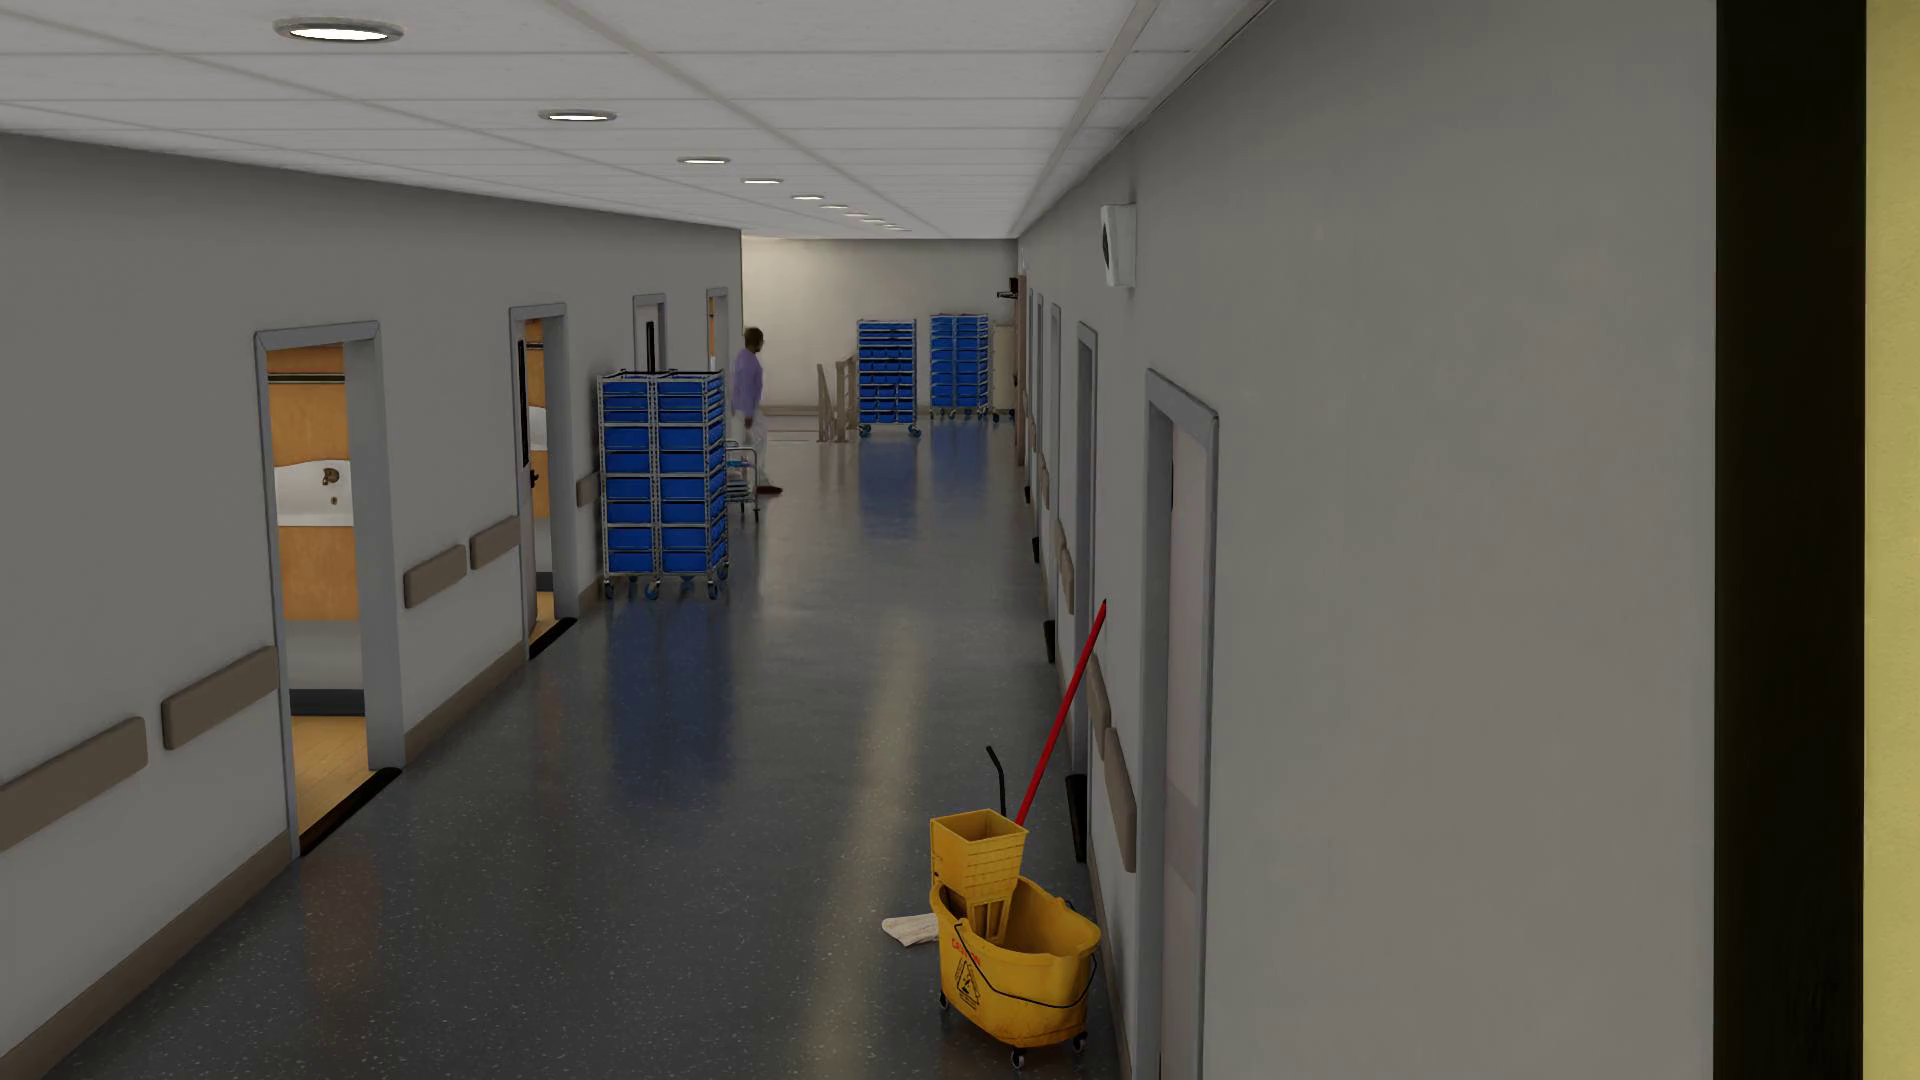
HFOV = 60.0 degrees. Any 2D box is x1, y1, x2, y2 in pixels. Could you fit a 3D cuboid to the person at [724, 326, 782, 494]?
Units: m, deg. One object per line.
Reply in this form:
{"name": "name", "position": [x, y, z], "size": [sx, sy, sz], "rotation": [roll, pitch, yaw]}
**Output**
{"name": "person", "position": [-2.451, -1.466, 18.839], "size": [0.747, 1.911, 0.638], "rotation": [-2, 10, -14]}
